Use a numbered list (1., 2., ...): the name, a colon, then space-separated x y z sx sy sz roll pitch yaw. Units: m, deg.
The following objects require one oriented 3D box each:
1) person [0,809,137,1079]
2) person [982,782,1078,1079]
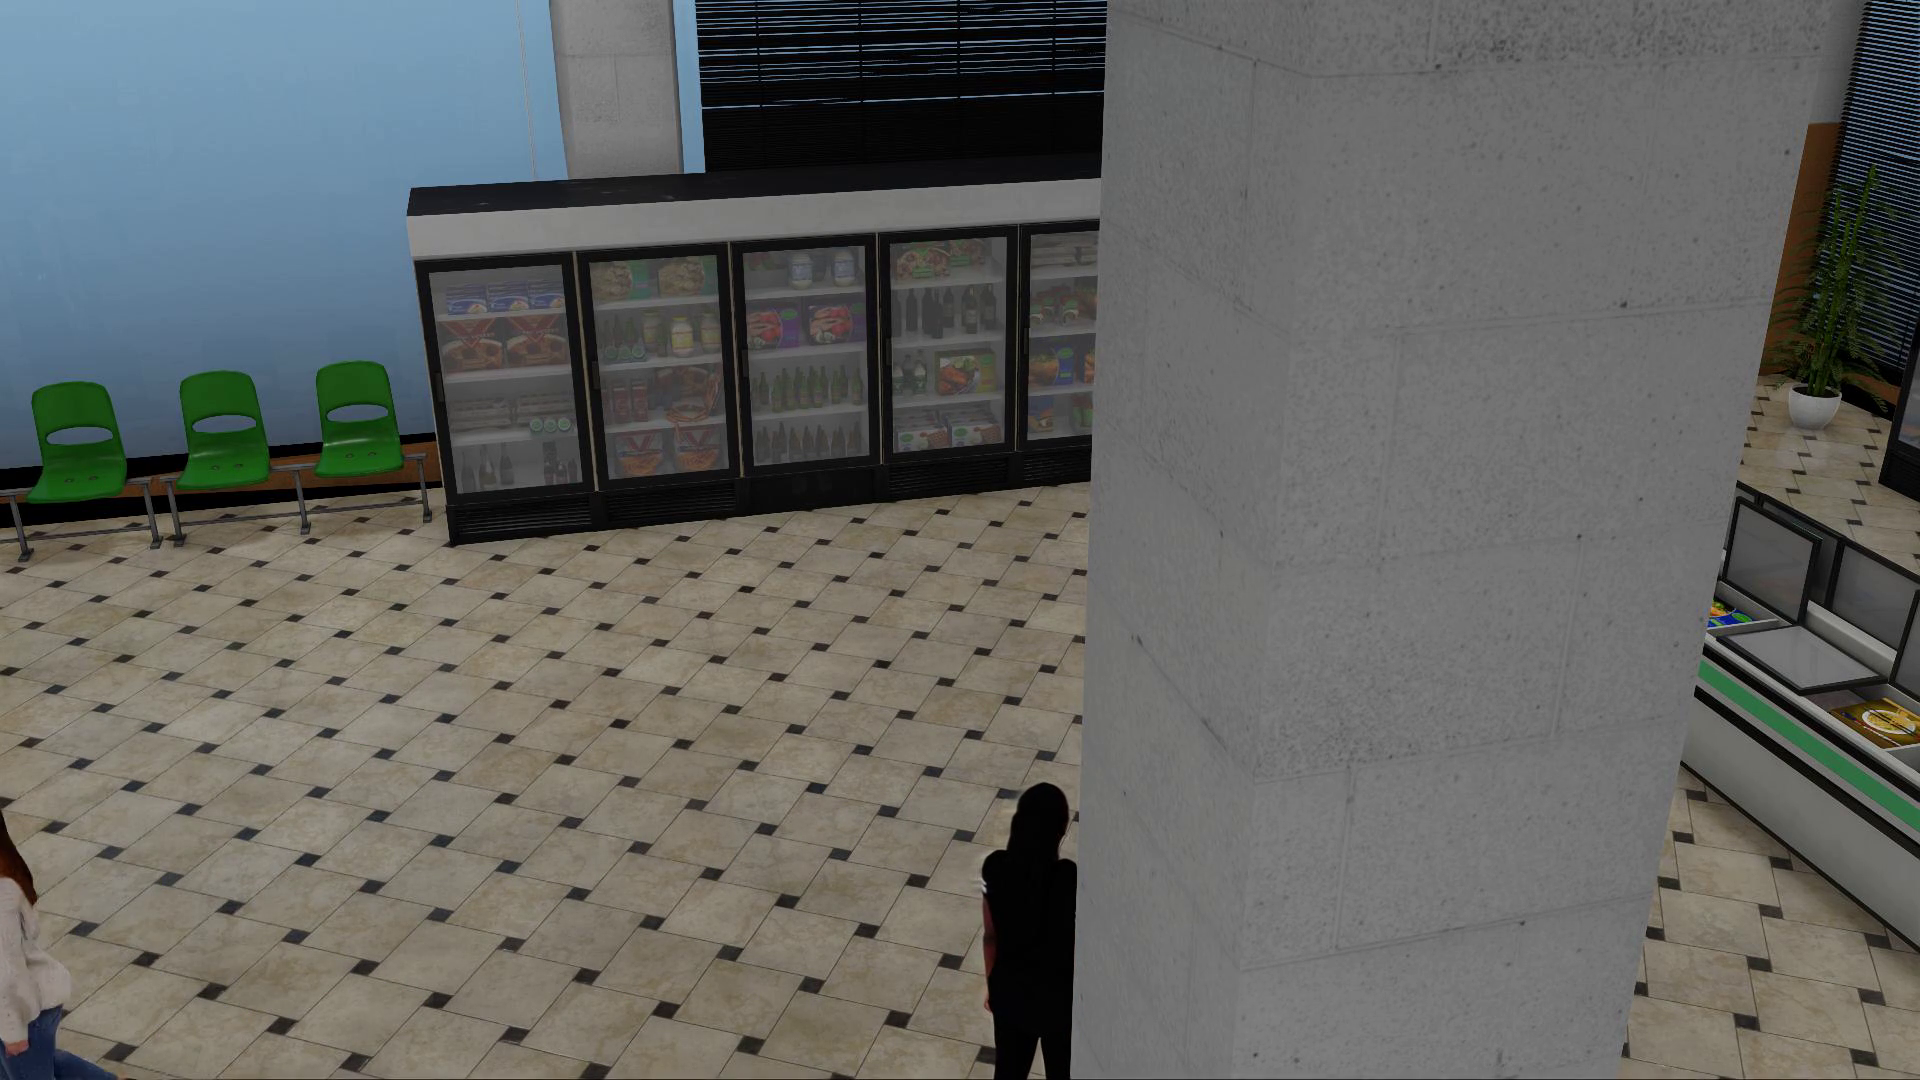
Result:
1. person: -3.238 1.588 5.875 0.819 1.681 0.791 -15 28 -31
2. person: 0.279 1.606 5.776 0.692 1.729 0.747 12 26 26
